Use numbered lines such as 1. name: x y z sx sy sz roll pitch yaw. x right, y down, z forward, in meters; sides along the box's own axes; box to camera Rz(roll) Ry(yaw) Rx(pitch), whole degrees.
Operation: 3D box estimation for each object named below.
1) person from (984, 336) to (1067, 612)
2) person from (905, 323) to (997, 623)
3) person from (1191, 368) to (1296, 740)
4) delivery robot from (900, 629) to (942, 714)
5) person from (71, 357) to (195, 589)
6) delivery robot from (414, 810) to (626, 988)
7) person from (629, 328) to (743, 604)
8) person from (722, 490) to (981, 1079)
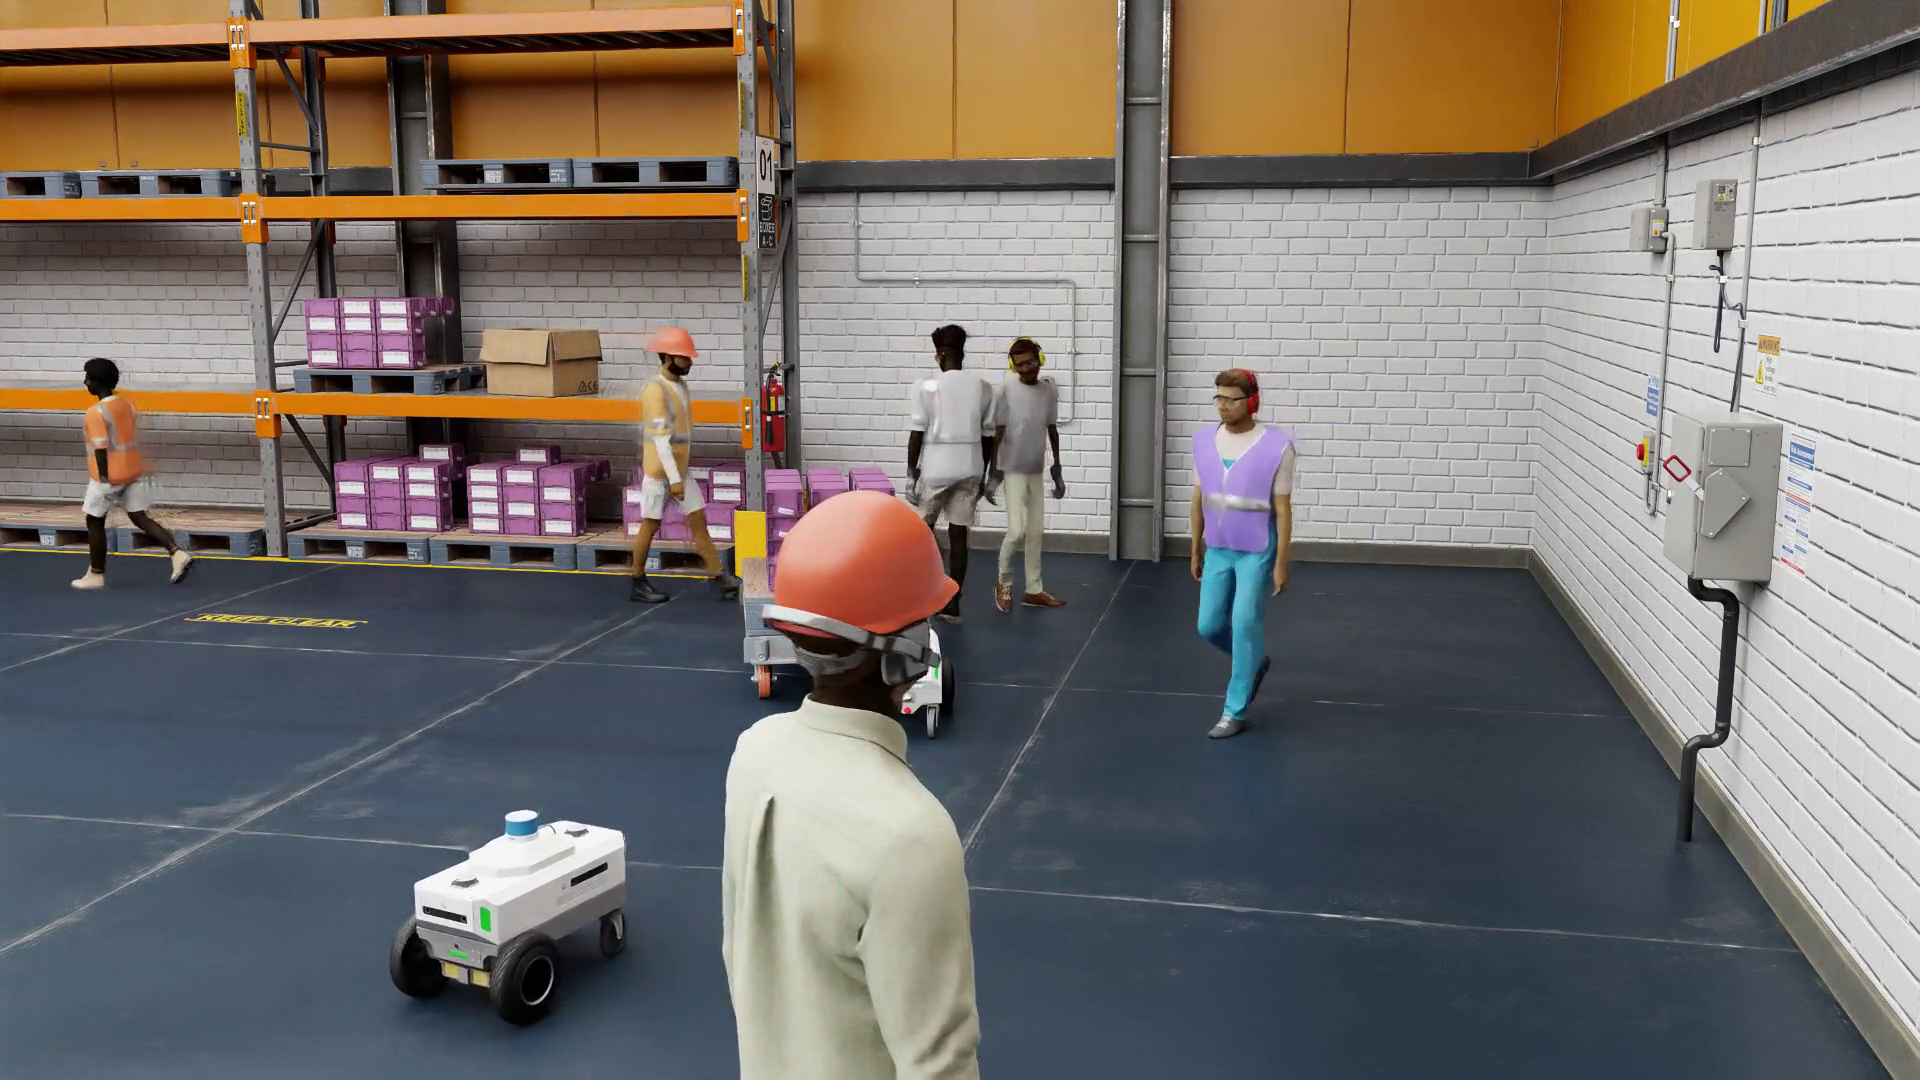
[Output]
1. person: 0.431 -0.427 11.063 0.666 1.849 0.363 -6 11 -34
2. person: -0.080 -0.432 10.816 0.648 1.935 0.478 -4 10 -22
3. person: 1.411 0.053 8.246 0.567 1.826 0.565 8 12 41
4. delivery robot: -0.270 0.618 8.368 0.477 0.478 0.707 0 9 -3
5. person: -5.950 -0.469 11.842 0.801 1.670 0.525 1 9 7
6. delivery robot: -1.403 1.117 5.362 0.477 0.478 0.707 5 11 27
7. person: -1.859 -0.476 11.213 0.981 1.884 0.563 3 10 18
8. person: -0.145 0.916 2.512 0.369 1.996 0.622 -6 11 -31
